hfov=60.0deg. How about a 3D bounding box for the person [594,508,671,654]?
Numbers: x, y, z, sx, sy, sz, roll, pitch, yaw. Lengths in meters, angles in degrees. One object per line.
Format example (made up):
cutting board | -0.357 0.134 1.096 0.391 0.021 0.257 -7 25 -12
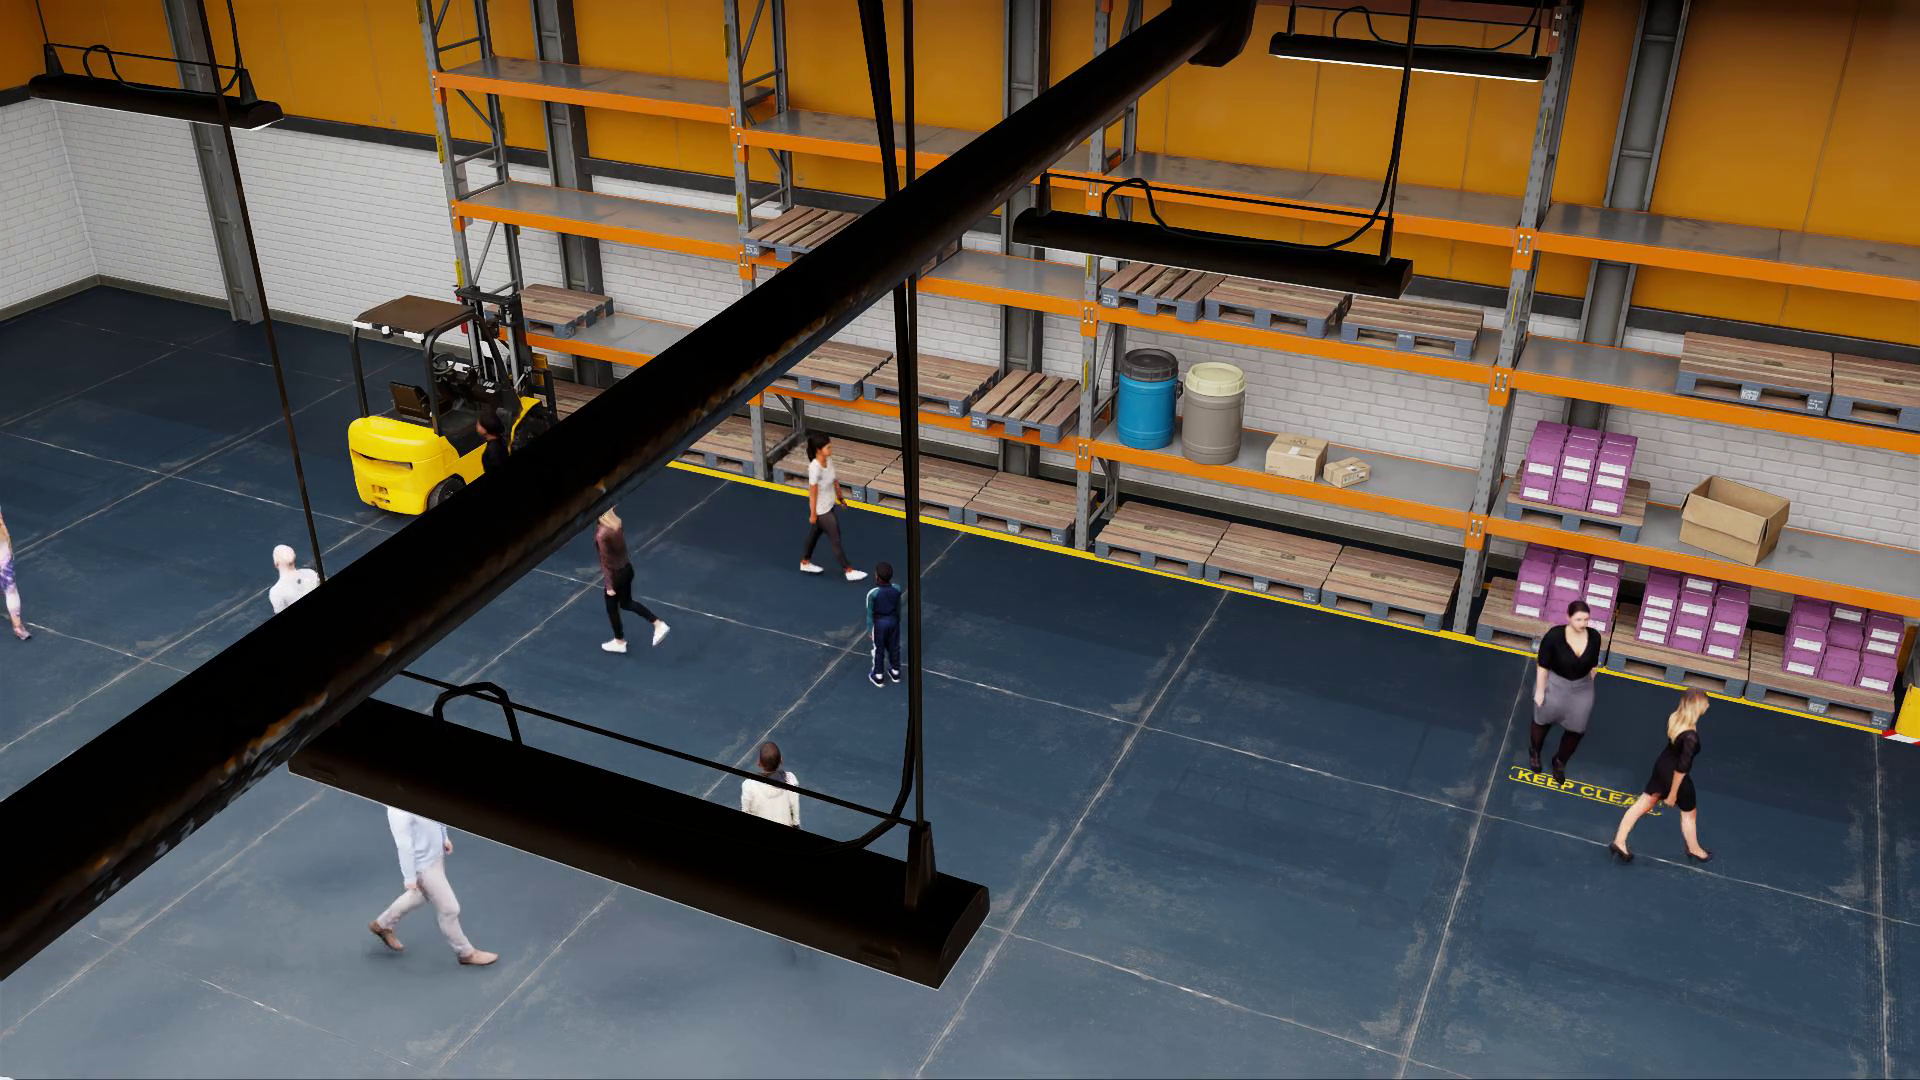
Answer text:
person | -3.133 0.364 15.647 0.983 1.667 0.757 5 29 9

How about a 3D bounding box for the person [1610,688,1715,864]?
person | 5.438 1.875 12.923 1.120 1.623 0.865 0 29 1

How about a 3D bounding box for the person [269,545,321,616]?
person | -5.670 0.901 14.524 1.124 1.800 0.800 17 33 29

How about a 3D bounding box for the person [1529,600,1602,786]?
person | 5.040 1.218 14.004 0.748 1.742 0.854 1 29 2

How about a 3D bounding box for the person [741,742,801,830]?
person | -1.414 2.208 12.517 0.966 1.427 1.025 -9 30 -17

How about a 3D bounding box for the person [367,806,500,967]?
person | -3.913 2.295 11.903 1.295 1.863 0.976 1 29 2

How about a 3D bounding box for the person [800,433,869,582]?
person | -1.483 -0.338 16.997 1.045 1.607 0.694 7 29 13

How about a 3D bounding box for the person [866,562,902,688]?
person | -0.698 0.765 15.343 0.568 1.255 0.608 -15 32 -26

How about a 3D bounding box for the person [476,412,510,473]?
person | -4.706 -0.556 17.367 1.162 1.636 0.939 -1 29 -2

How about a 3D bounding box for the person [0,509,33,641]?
person | -9.342 0.130 15.987 0.951 1.753 0.722 22 35 34
